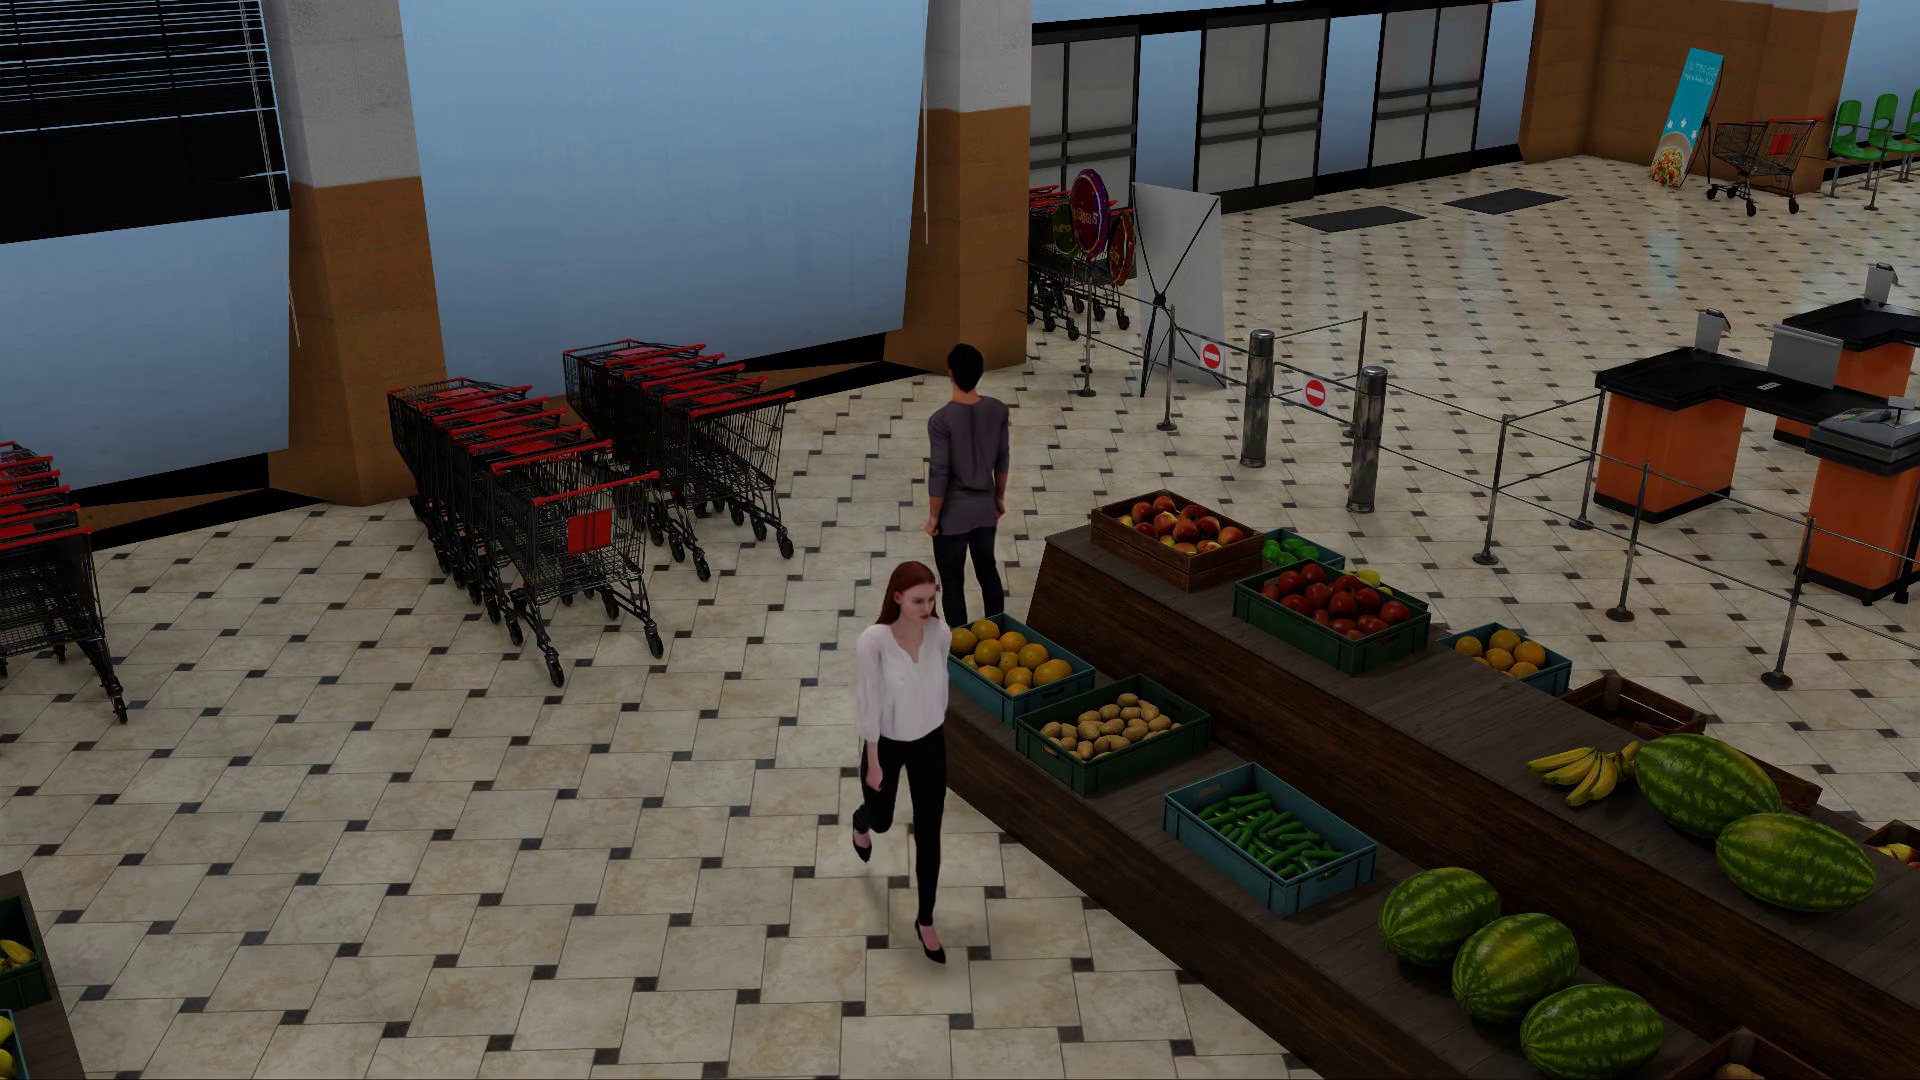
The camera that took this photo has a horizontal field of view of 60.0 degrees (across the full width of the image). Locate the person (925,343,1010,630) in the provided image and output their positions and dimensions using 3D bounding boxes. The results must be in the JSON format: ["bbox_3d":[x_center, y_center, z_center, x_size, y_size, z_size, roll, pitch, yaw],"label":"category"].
[{"bbox_3d":[0.039,-0.183,9.200,0.669,1.852,0.525,-15,28,-30],"label":"person"}]

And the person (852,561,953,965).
[{"bbox_3d":[-0.280,0.867,6.953,0.732,1.730,1.138,-10,26,-22],"label":"person"}]
